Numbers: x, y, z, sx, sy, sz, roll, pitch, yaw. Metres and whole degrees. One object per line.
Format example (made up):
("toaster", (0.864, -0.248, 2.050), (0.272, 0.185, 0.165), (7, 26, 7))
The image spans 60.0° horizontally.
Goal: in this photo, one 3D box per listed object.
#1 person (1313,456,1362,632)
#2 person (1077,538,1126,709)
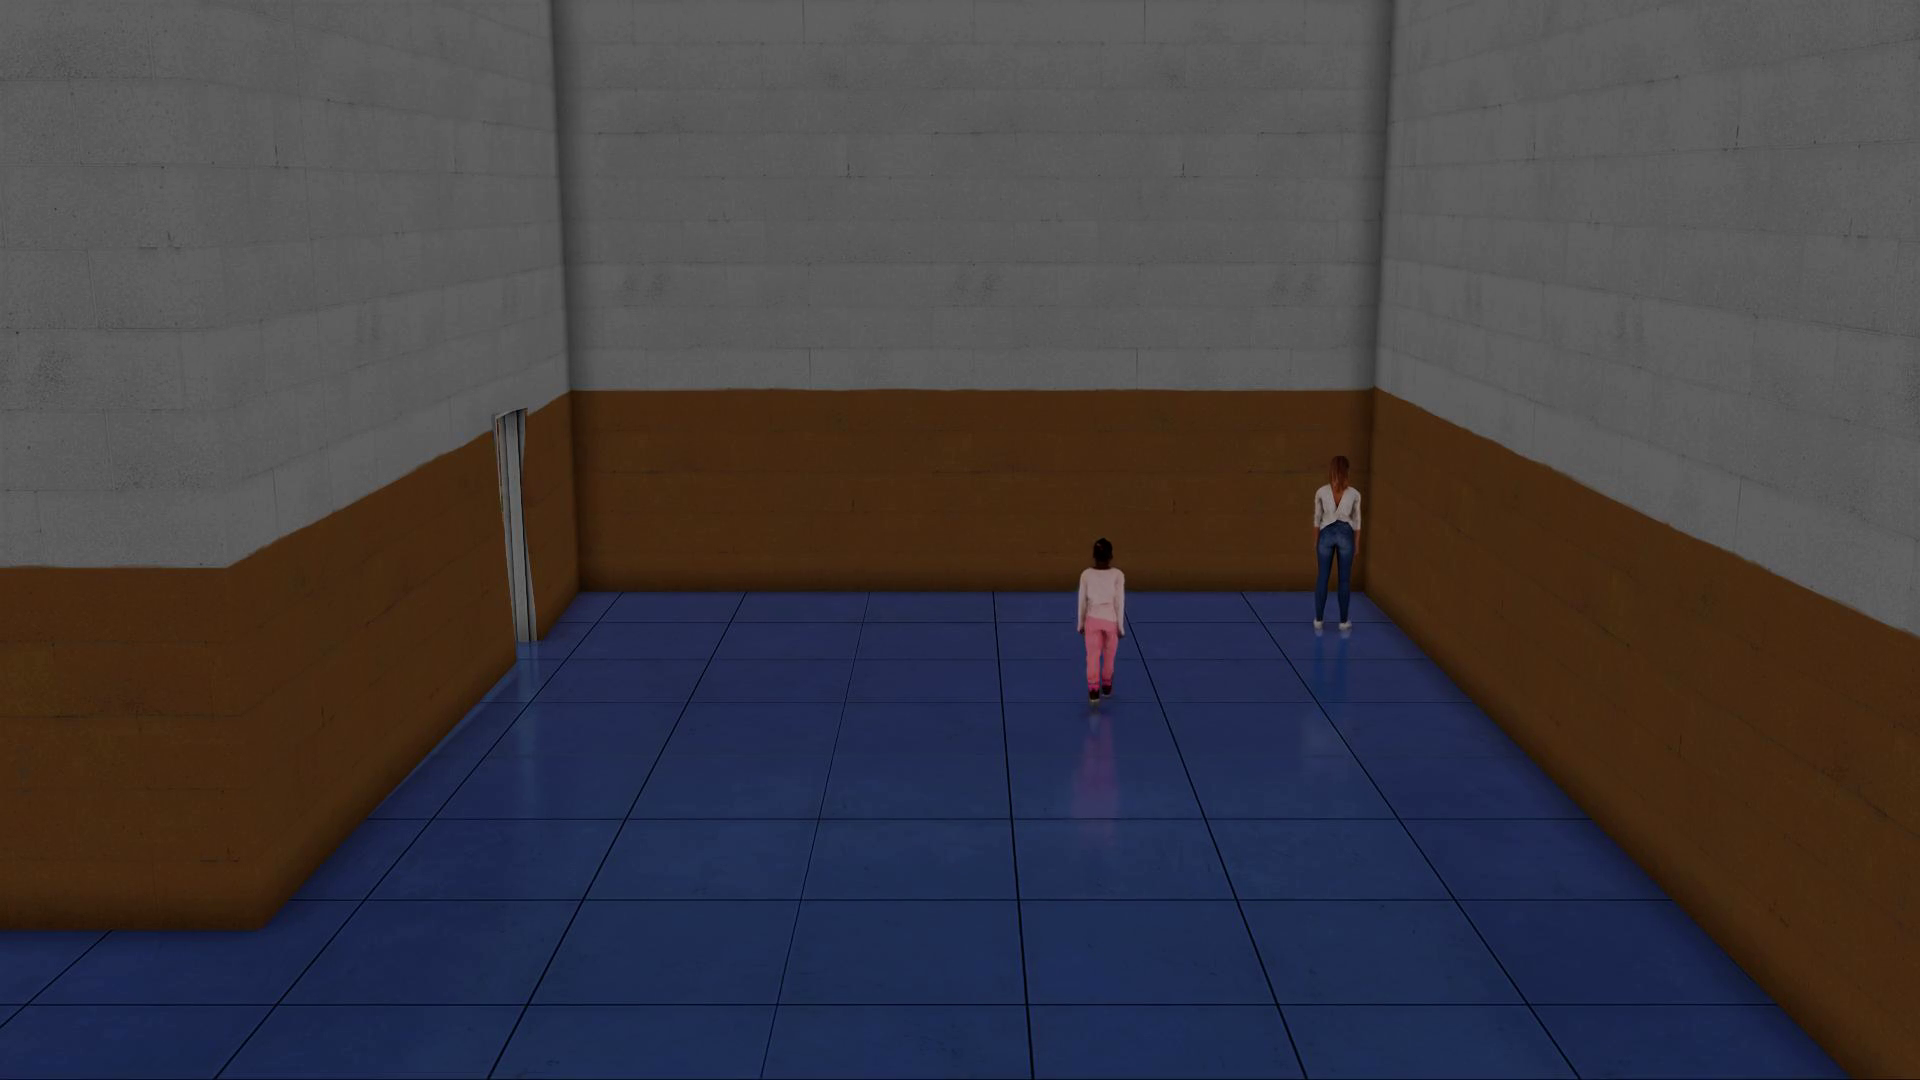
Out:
("person", (3.687, 0.023, 16.297), (0.544, 1.725, 0.715), (3, 12, 15))
("person", (1.172, 0.698, 13.820), (0.927, 1.425, 0.685), (1, 12, 6))
